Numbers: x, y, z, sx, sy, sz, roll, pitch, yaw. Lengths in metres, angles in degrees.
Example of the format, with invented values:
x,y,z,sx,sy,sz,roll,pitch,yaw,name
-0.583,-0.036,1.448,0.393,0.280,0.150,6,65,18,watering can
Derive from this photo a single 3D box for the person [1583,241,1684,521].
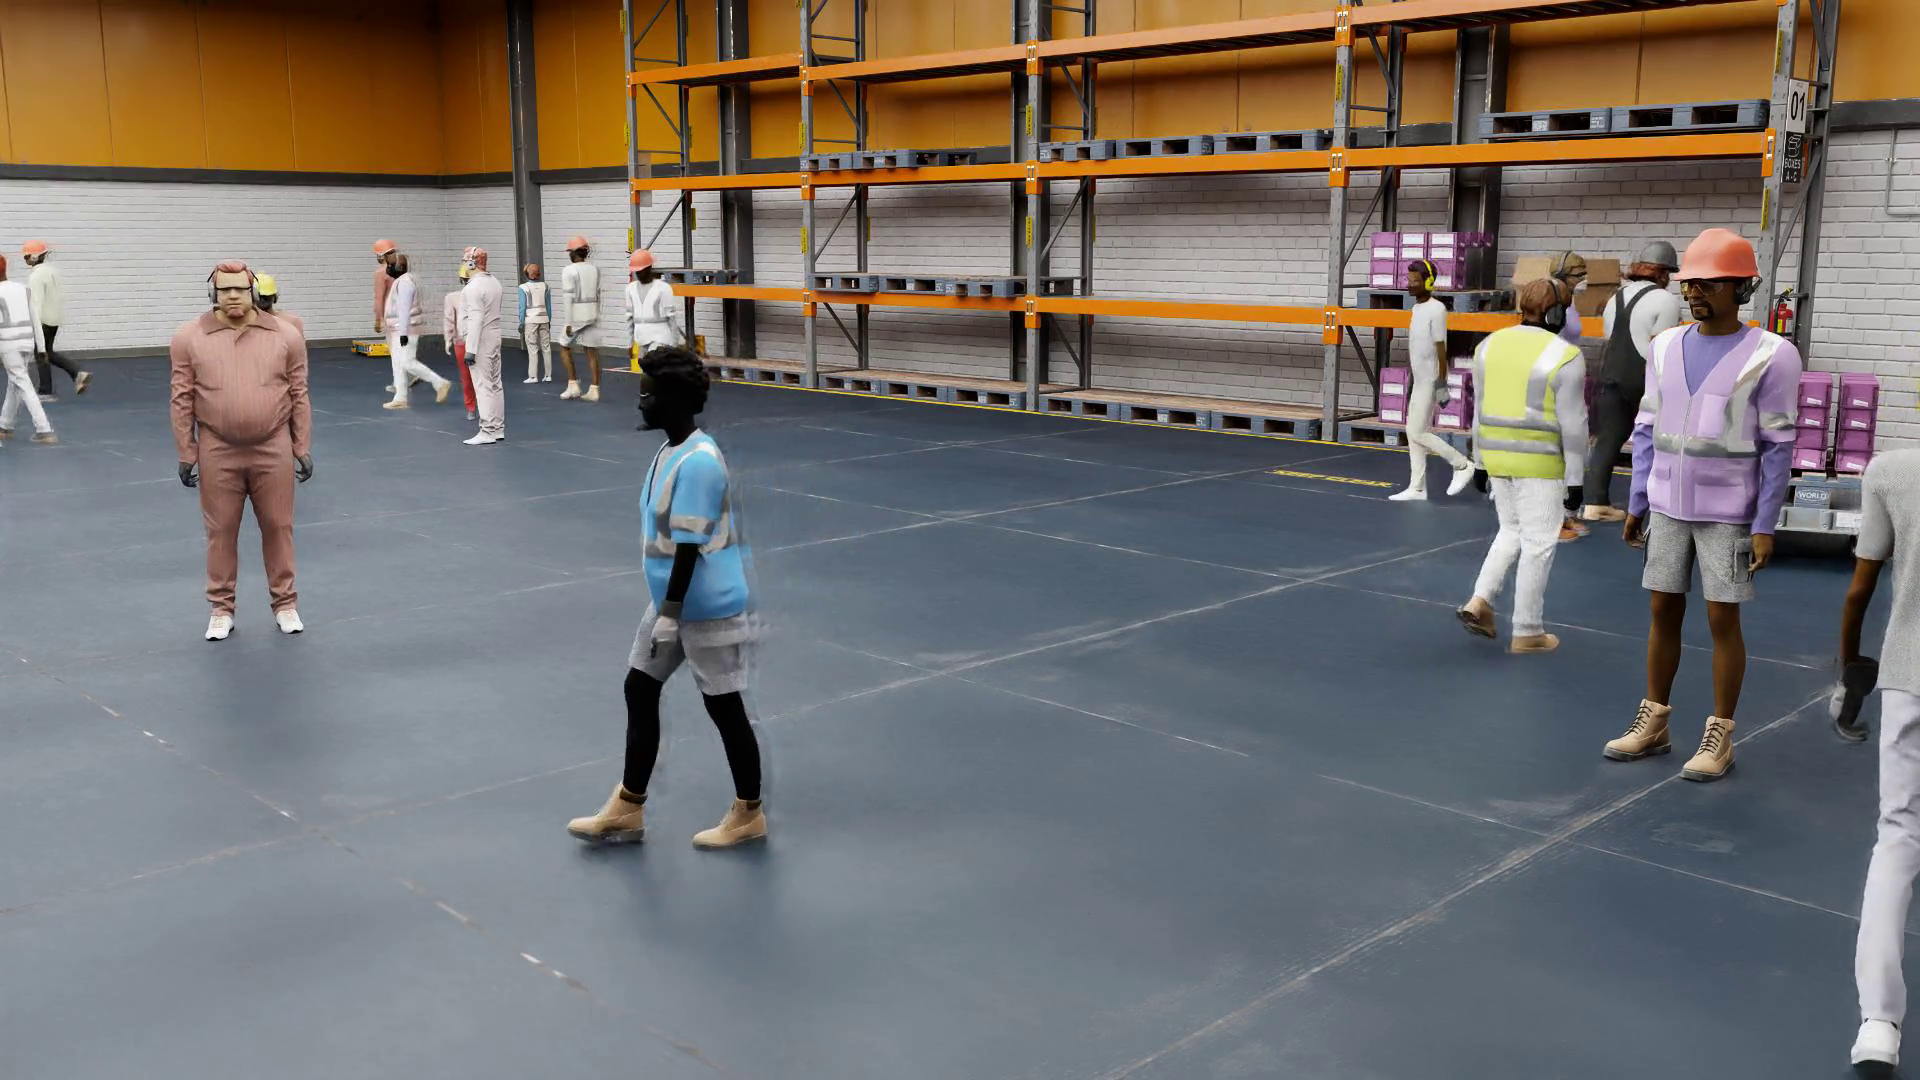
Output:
x,y,z,sx,sy,sz,roll,pitch,yaw,name
4.900,-1.144,11.782,1.038,2.000,0.696,-4,11,-19,person

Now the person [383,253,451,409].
x,y,z,sx,sy,sz,roll,pitch,yaw,name
-6.395,-2.433,19.412,0.684,1.824,0.639,-5,11,-25,person

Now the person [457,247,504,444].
x,y,z,sx,sy,sz,roll,pitch,yaw,name
-4.674,-1.885,16.183,0.406,1.911,0.636,1,10,5,person

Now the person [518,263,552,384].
x,y,z,sx,sy,sz,roll,pitch,yaw,name
-5.814,-2.960,22.776,0.310,1.642,0.514,9,14,41,person

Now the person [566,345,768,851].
x,y,z,sx,sy,sz,roll,pitch,yaw,name
-0.975,0.220,5.363,0.739,1.670,0.538,-5,11,-24,person

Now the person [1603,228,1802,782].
x,y,z,sx,sy,sz,roll,pitch,yaw,name
2.761,-0.124,6.207,0.378,2.045,0.605,-7,13,-35,person

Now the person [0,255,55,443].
x,y,z,sx,sy,sz,roll,pitch,yaw,name
-9.316,-1.856,16.229,0.991,1.830,0.600,3,11,17,person

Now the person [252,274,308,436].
x,y,z,sx,sy,sz,roll,pitch,yaw,name
-5.382,-1.210,13.033,0.528,1.718,0.894,-5,11,-25,person

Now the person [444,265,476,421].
x,y,z,sx,sy,sz,roll,pitch,yaw,name
-5.277,-2.112,17.945,0.531,1.722,0.908,-3,11,-13,person

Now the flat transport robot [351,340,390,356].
x,y,z,sx,sy,sz,roll,pitch,yaw,name
-9.823,-3.262,28.162,0.652,0.197,1.431,-6,12,-31,flat transport robot

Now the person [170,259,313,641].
x,y,z,sx,sy,sz,roll,pitch,yaw,name
-3.596,-0.449,8.367,0.652,1.904,0.403,-5,11,-25,person

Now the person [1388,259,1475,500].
x,y,z,sx,sy,sz,roll,pitch,yaw,name
3.587,-1.185,12.568,0.535,1.845,0.498,0,10,-1,person

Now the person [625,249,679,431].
x,y,z,sx,sy,sz,roll,pitch,yaw,name
-3.206,-2.116,17.526,0.568,1.891,0.872,4,11,22,person

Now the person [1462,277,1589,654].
x,y,z,sx,sy,sz,roll,pitch,yaw,name
2.751,-0.348,8.028,0.443,1.824,0.647,-6,12,-29,person

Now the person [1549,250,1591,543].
x,y,z,sx,sy,sz,roll,pitch,yaw,name
3.973,-0.930,10.932,0.515,1.921,0.655,6,12,29,person

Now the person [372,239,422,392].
x,y,z,sx,sy,sz,roll,pitch,yaw,name
-7.342,-2.895,21.499,0.446,1.974,0.645,3,11,15,person

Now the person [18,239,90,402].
x,y,z,sx,sy,sz,roll,pitch,yaw,name
-11.077,-2.663,20.229,0.611,1.979,0.632,-2,11,-8,person

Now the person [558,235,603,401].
x,y,z,sx,sy,sz,roll,pitch,yaw,name
-4.667,-2.701,20.339,0.647,2.020,0.623,8,13,36,person

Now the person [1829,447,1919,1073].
x,y,z,sx,sy,sz,roll,pitch,yaw,name
2.439,0.376,4.106,0.533,1.827,0.991,7,12,32,person
